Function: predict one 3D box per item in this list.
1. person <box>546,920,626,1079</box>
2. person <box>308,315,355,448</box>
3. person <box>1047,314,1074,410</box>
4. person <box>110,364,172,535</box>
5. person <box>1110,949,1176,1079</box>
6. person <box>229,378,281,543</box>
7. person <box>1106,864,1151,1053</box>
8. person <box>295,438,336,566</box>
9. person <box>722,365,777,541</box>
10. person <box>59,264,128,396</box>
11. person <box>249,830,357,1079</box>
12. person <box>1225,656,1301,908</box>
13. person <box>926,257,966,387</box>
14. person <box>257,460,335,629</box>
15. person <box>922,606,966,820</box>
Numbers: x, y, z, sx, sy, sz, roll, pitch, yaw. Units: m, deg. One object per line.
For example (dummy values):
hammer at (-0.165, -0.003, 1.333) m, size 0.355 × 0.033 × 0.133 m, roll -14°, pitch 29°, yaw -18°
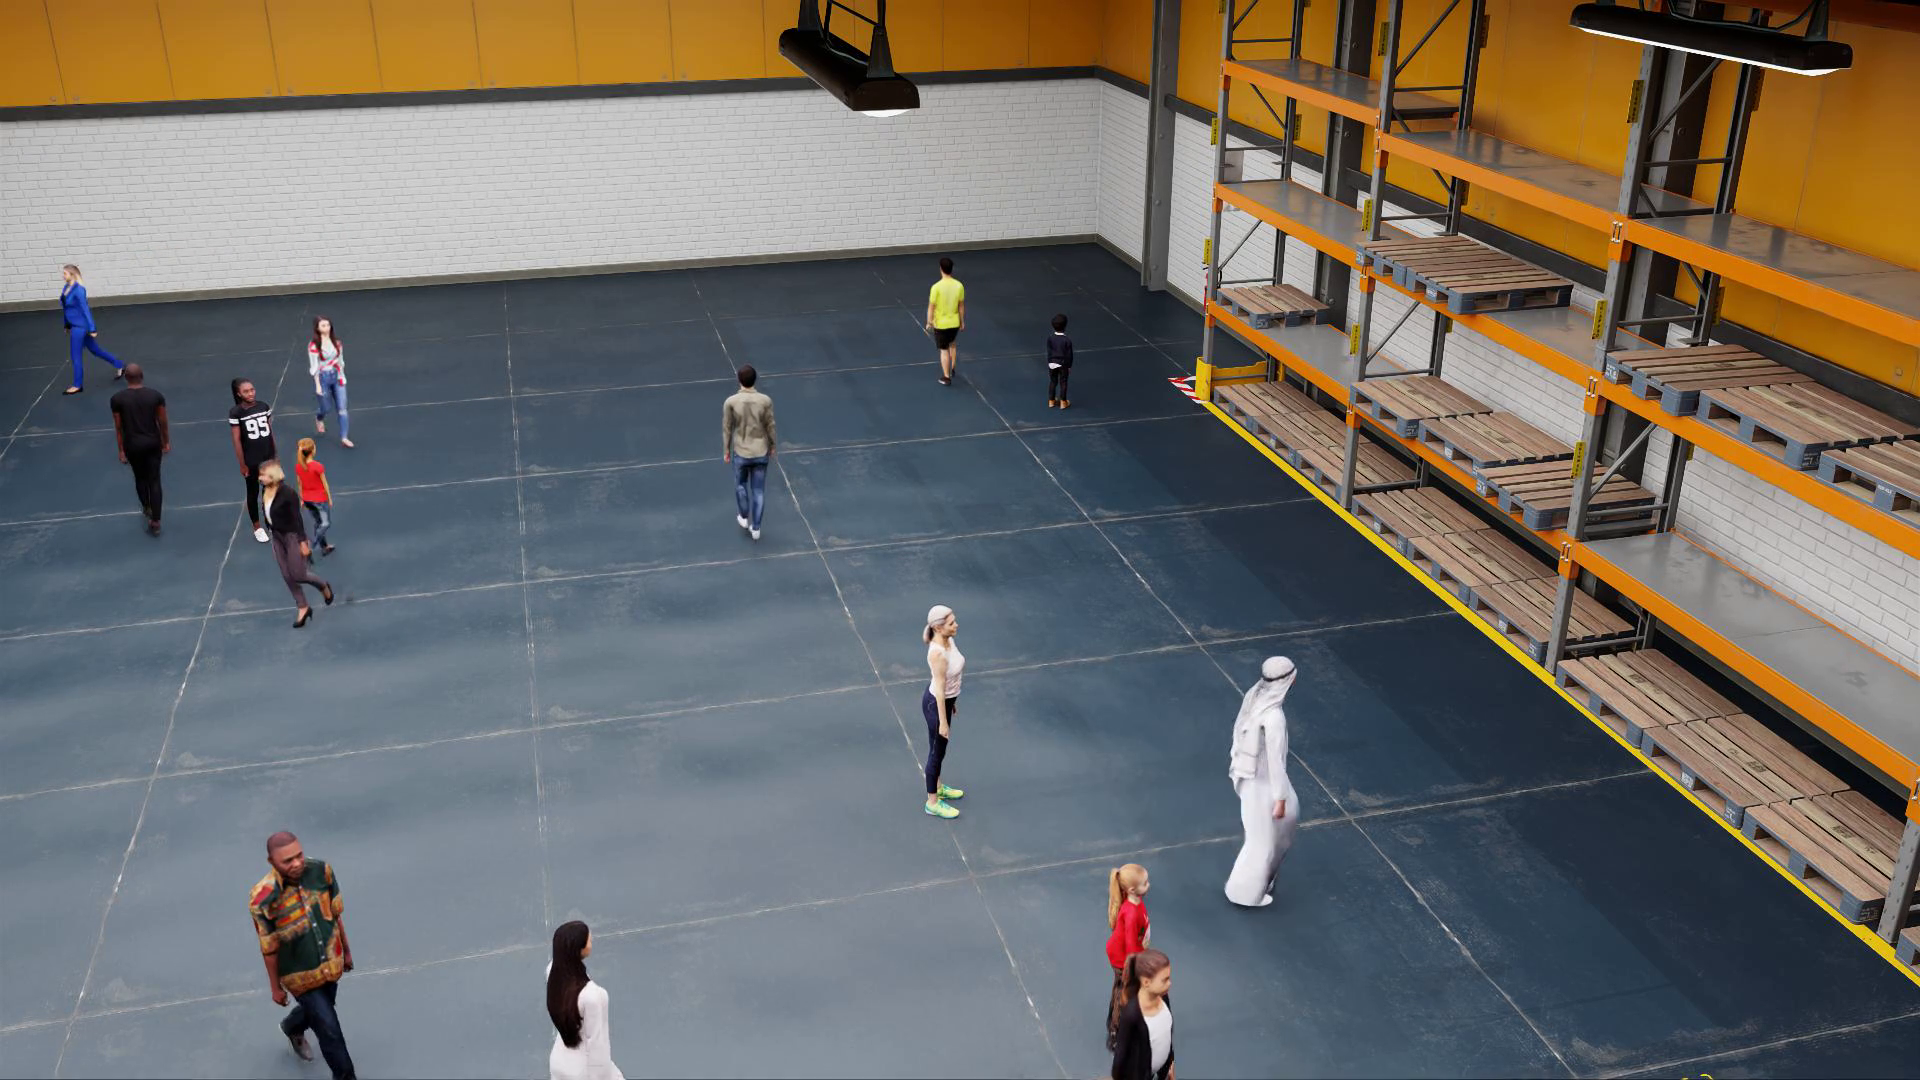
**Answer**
person at (-2.096, 2.857, 8.862) m, size 1.166 × 1.758 × 1.109 m, roll 19°, pitch 30°, yaw 37°
person at (-7.616, -1.916, 19.982) m, size 0.847 × 1.597 × 1.019 m, roll -21°, pitch 31°, yaw -39°
person at (1.275, -2.293, 21.310) m, size 0.574 × 1.224 × 0.637 m, roll 14°, pitch 27°, yaw 29°
person at (-8.557, -0.922, 17.476) m, size 0.795 × 1.784 × 1.051 m, roll -11°, pitch 26°, yaw -24°
person at (0.920, 2.873, 9.130) m, size 1.137 × 1.514 × 0.938 m, roll 22°, pitch 32°, yaw 40°
person at (-7.353, -0.860, 17.402) m, size 0.764 × 1.729 × 0.717 m, roll 16°, pitch 28°, yaw 32°
person at (1.018, 2.538, 10.189) m, size 0.605 × 1.280 × 0.503 m, roll 2°, pitch 24°, yaw 4°
person at (-6.559, -0.375, 16.836) m, size 0.708 × 1.293 × 0.850 m, roll 6°, pitch 24°, yaw 14°
person at (-2.173, -0.875, 17.286) m, size 0.730 × 1.849 × 0.799 m, roll -5°, pitch 24°, yaw -12°
person at (-11.484, -2.800, 21.922) m, size 1.167 × 1.663 × 1.088 m, roll 20°, pitch 31°, yaw 38°
person at (-3.857, 2.456, 9.754) m, size 1.226 × 1.778 × 1.125 m, roll 15°, pitch 28°, yaw 31°
person at (1.976, 1.669, 11.387) m, size 0.849 × 1.912 × 0.780 m, roll -2°, pitch 24°, yaw -4°
person at (-0.142, -2.877, 22.059) m, size 0.703 × 1.694 × 0.749 m, roll -12°, pitch 26°, yaw -25°
person at (-6.173, 0.011, 15.500) m, size 0.857 × 1.657 × 0.918 m, roll 12°, pitch 26°, yaw 26°
person at (-0.154, 1.267, 12.569) m, size 0.727 × 1.702 × 0.591 m, roll 3°, pitch 24°, yaw 6°
